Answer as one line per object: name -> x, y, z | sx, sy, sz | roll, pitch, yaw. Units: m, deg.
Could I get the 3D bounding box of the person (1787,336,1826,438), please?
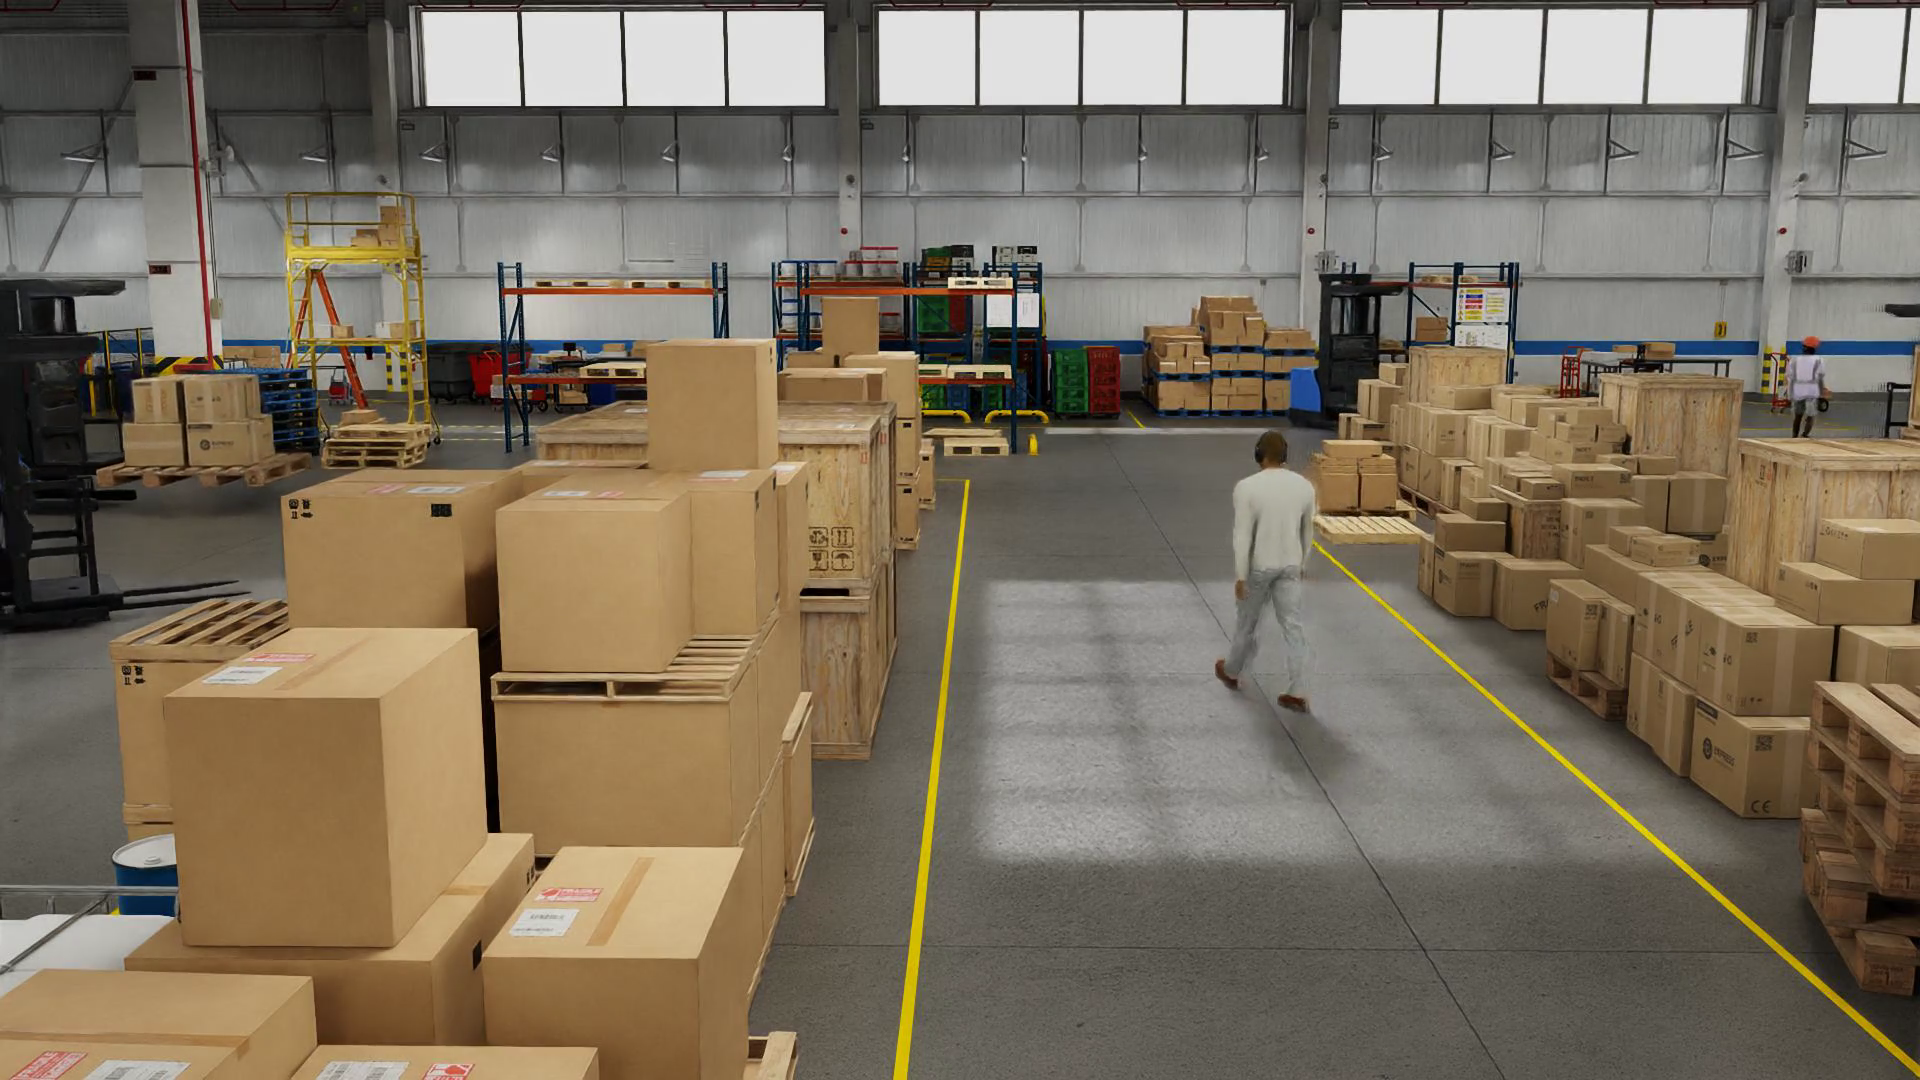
person -> 13.544, -2.342, 26.663 | 0.538, 1.893, 0.820 | 8, 12, 40

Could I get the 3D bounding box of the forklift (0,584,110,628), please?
forklift -> -8.207, -0.675, 13.677 | 1.873, 2.768, 1.129 | -6, 11, -32

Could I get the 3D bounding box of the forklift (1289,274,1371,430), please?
forklift -> 6.989, -3.473, 30.437 | 1.129, 2.768, 1.873 | -4, 10, -22

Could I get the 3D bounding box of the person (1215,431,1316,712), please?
person -> 2.134, 0.189, 11.493 | 0.658, 1.883, 1.025 | -3, 10, -18

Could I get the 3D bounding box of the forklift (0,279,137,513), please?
forklift -> -11.343, -1.774, 20.260 | 1.873, 2.768, 1.129 | 0, 9, -2
